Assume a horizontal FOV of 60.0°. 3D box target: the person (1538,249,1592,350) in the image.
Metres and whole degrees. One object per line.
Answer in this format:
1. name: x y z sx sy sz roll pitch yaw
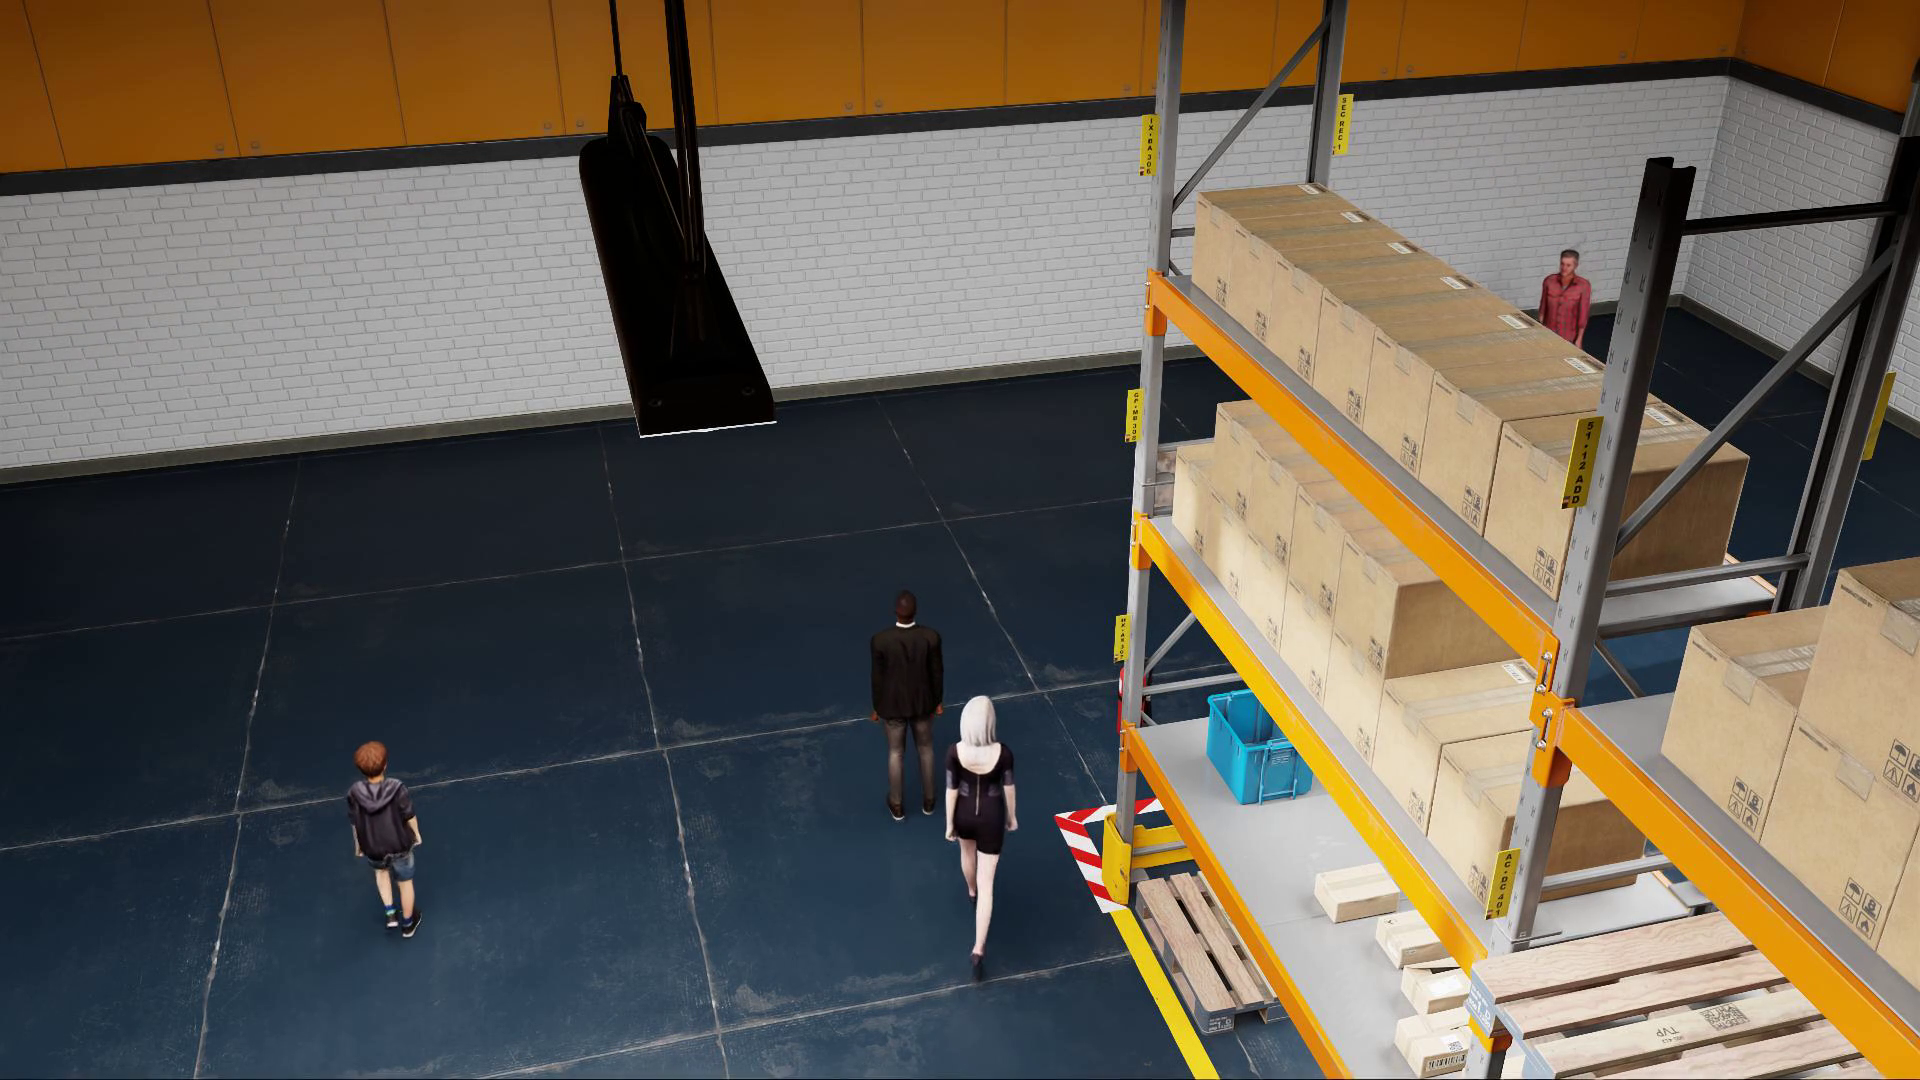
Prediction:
1. person: 6.376 -2.198 17.576 1.205 1.791 1.256 16 32 27

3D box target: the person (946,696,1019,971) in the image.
1. person: 0.121 1.814 10.223 0.861 1.790 1.232 1 29 2

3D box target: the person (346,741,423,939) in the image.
1. person: -3.599 1.914 10.405 0.590 1.439 0.598 -3 29 -5

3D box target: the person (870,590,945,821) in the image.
1. person: -0.355 1.134 11.461 0.677 1.799 0.585 -4 29 -8
